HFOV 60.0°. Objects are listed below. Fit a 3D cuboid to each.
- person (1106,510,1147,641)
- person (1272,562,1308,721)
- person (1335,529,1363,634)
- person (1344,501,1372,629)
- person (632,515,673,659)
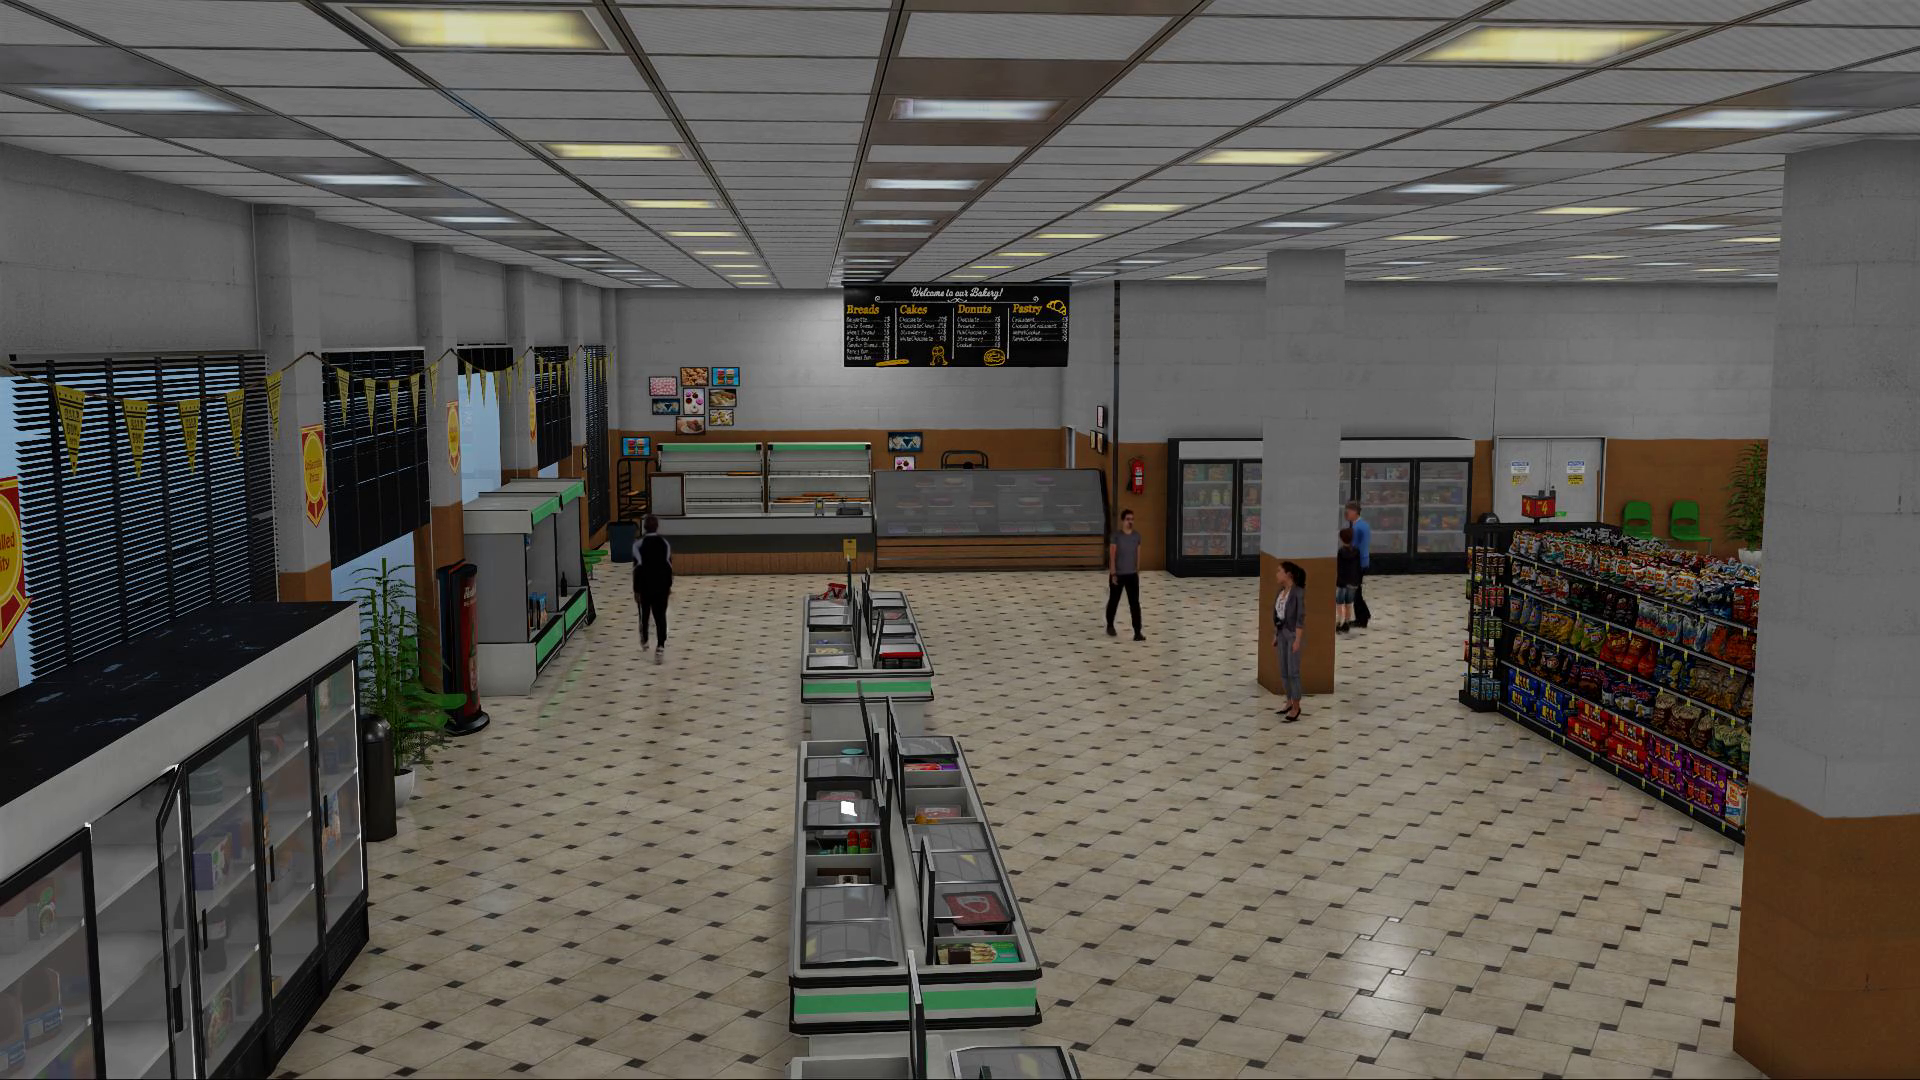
[{"bbox_3d":[2.154,0.480,22.238,0.718,1.712,1.190,-2,7,-13],"label":"person"},{"bbox_3d":[3.506,1.066,17.580,0.755,1.667,0.609,-4,8,-31],"label":"person"},{"bbox_3d":[5.277,0.575,22.611,0.568,1.433,0.645,-2,7,-13],"label":"person"},{"bbox_3d":[5.597,0.347,23.055,0.876,1.780,0.762,4,8,31],"label":"person"},{"bbox_3d":[-3.834,0.608,20.843,0.880,1.793,1.255,-2,7,-20],"label":"person"}]
